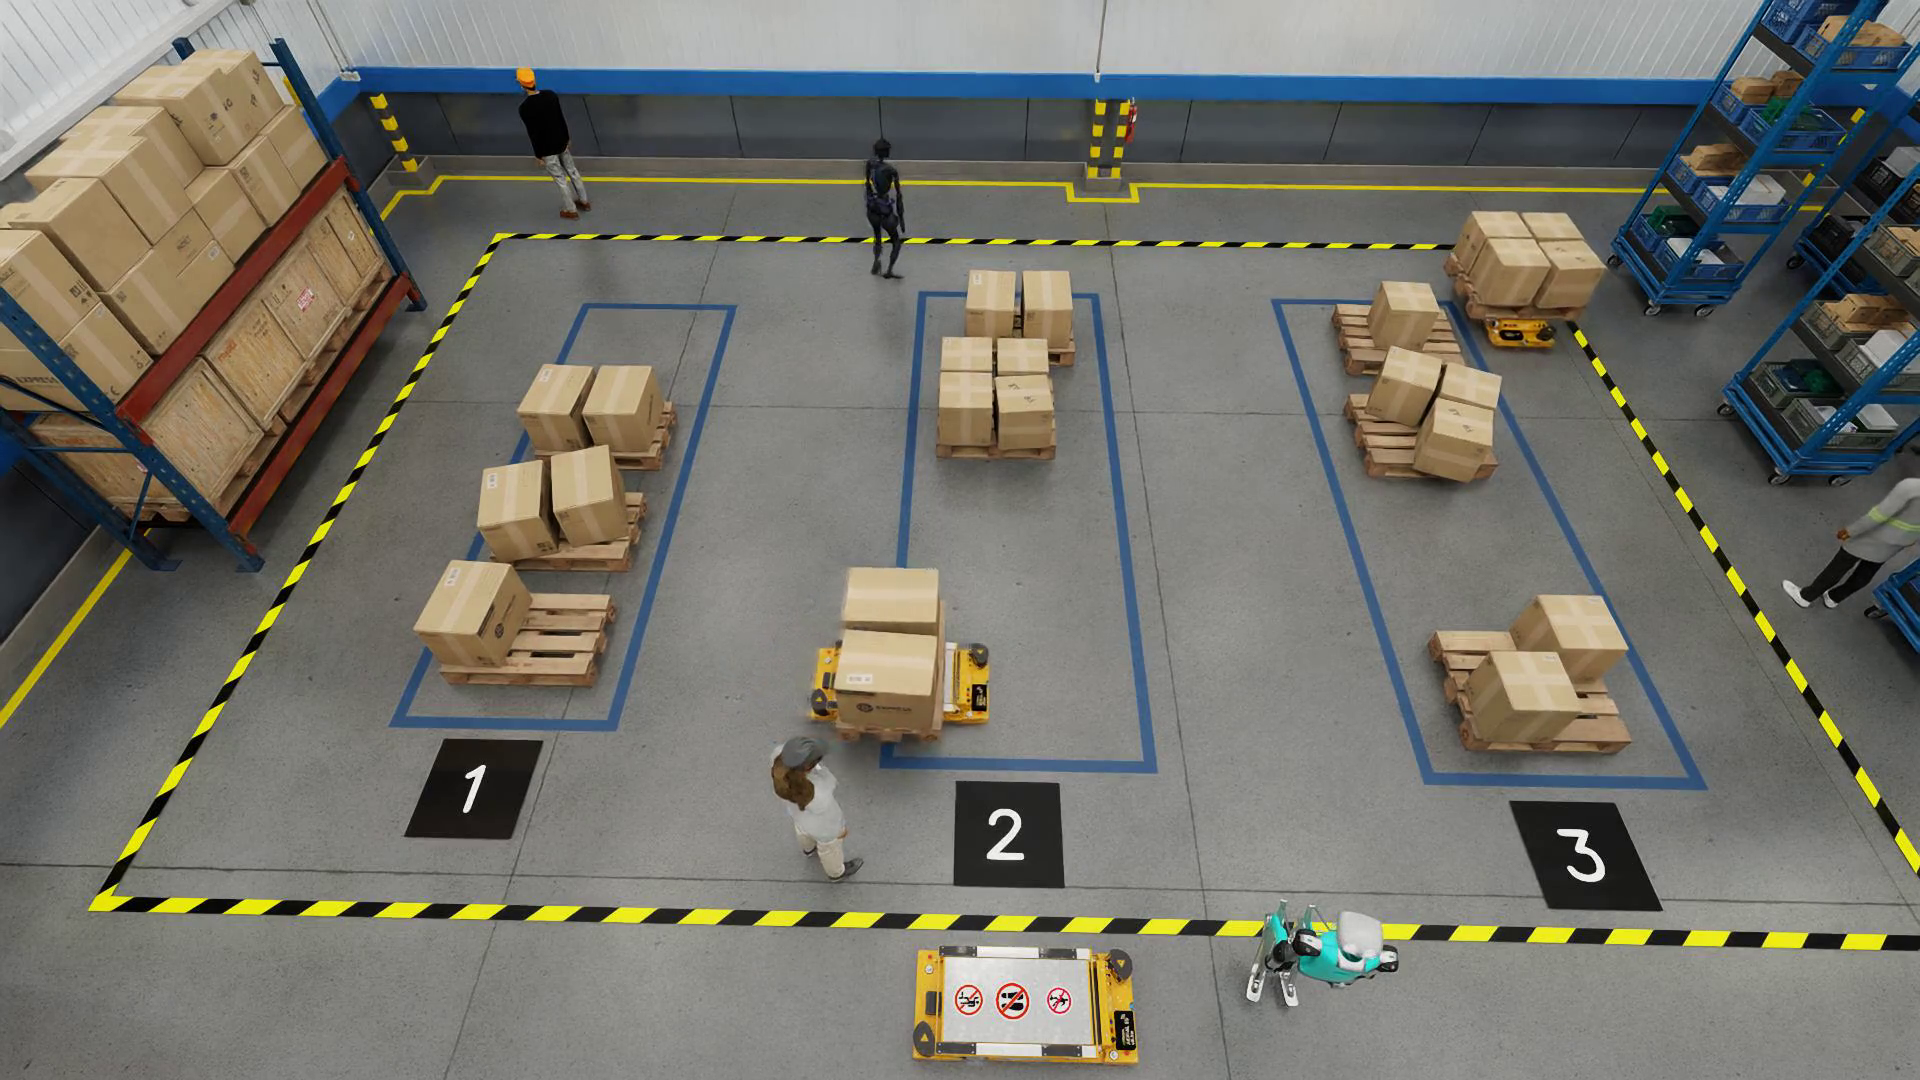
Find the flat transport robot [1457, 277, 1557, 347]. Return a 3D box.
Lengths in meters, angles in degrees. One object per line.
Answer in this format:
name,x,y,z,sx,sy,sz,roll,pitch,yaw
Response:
flat transport robot,6.387,-2.801,10.751,0.652,0.197,1.431,1,51,1

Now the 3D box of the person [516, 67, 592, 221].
person,-5.110,-4.932,11.465,0.379,1.880,0.589,22,54,17

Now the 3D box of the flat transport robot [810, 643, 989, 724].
flat transport robot,-0.479,1.157,7.525,1.431,0.197,0.652,1,51,1

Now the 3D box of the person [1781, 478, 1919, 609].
person,7.606,-0.087,7.536,0.589,1.851,0.401,6,51,5

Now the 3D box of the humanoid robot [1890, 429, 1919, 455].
humanoid robot,9.725,-1.406,8.719,0.602,1.648,0.395,6,51,5

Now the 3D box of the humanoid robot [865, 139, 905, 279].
humanoid robot,-0.902,-3.840,10.709,0.587,1.640,0.381,33,58,24

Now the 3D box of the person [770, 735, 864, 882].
person,-0.969,1.781,6.065,0.574,1.767,0.398,38,60,26

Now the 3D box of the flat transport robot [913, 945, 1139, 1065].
flat transport robot,0.422,3.041,6.007,1.431,0.231,0.659,1,51,1

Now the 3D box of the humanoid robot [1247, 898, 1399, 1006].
humanoid robot,2.111,2.379,5.512,0.533,1.677,0.735,9,51,7
